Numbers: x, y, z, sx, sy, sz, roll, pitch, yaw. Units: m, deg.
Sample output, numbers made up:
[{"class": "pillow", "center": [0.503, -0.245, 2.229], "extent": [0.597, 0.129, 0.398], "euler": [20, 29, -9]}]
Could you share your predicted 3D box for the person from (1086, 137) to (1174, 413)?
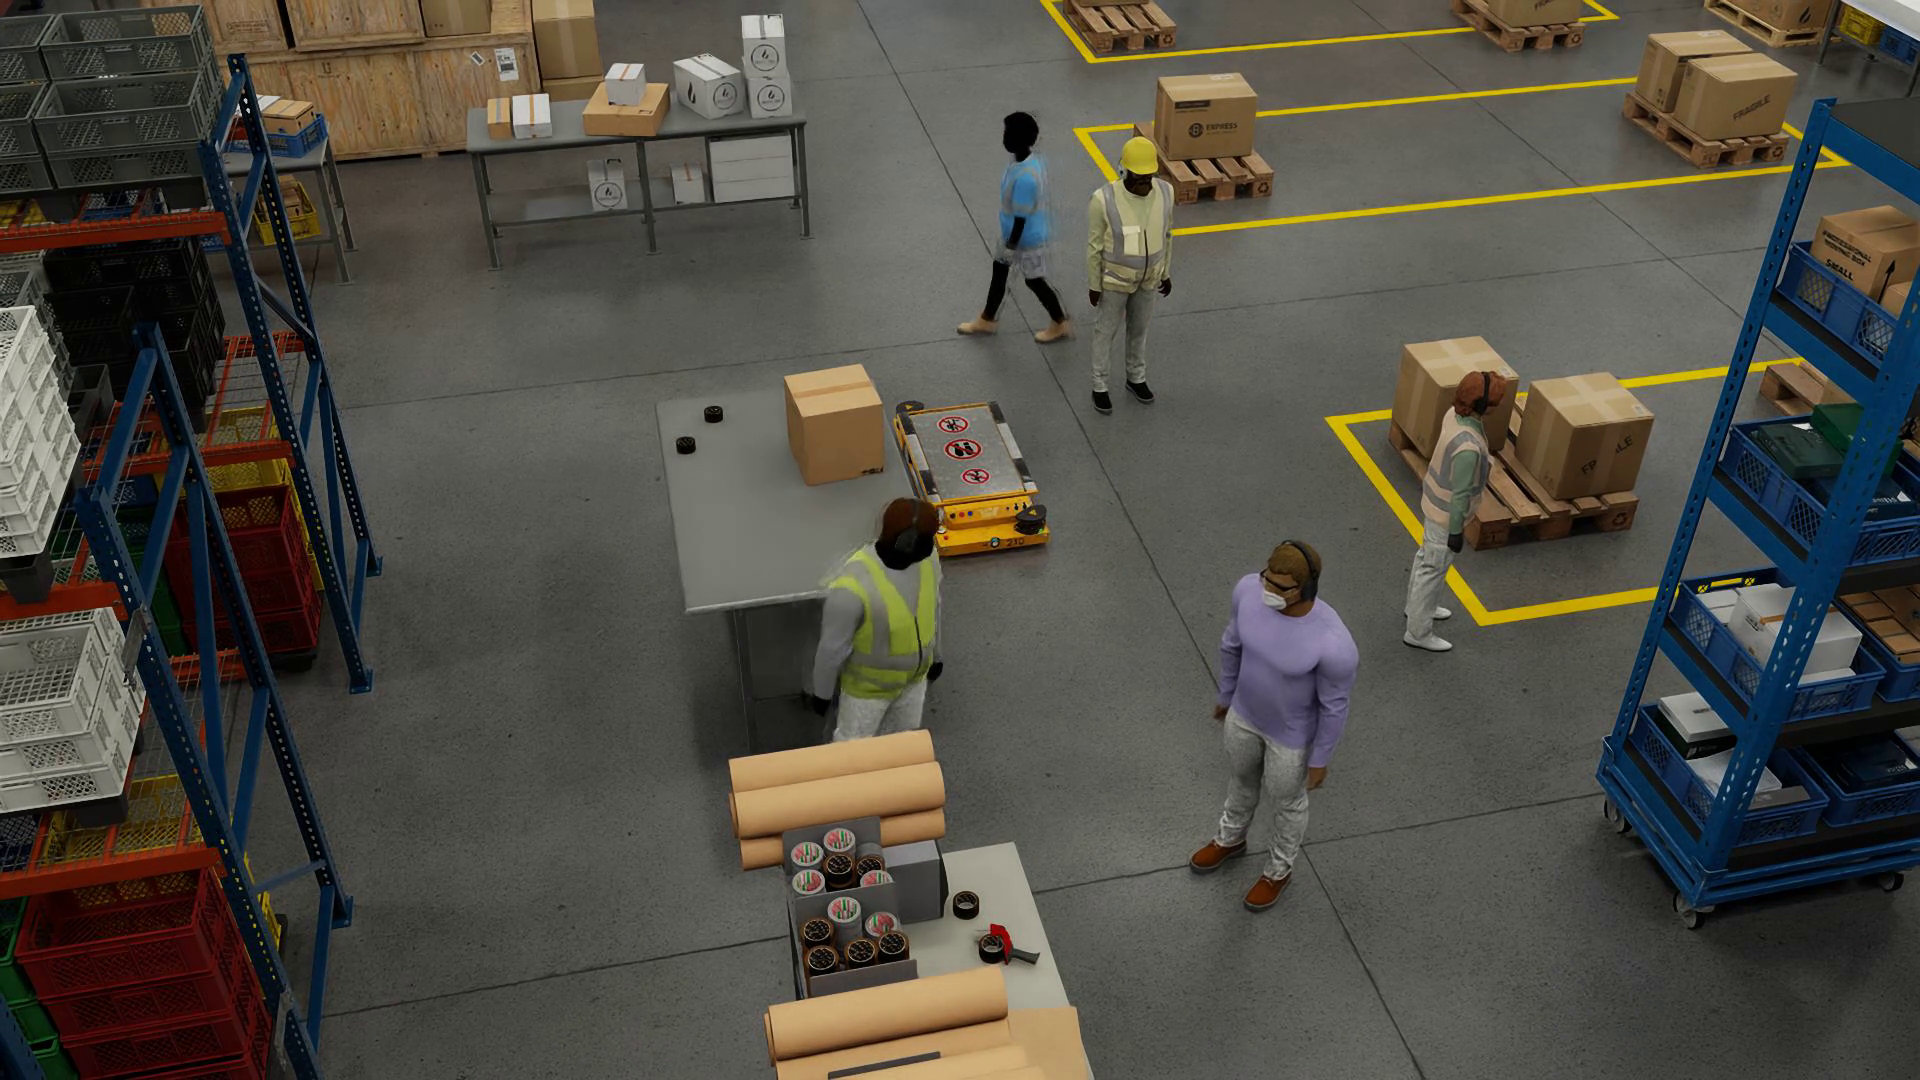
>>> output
[{"class": "person", "center": [1.076, -1.667, 10.471], "extent": [0.588, 1.834, 0.403], "euler": [-14, 39, -17]}]

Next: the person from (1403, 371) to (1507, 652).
[{"class": "person", "center": [2.534, -0.156, 8.609], "extent": [0.313, 1.634, 0.514], "euler": [6, 37, 8]}]

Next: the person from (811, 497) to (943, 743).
[{"class": "person", "center": [-0.373, 0.606, 7.446], "extent": [0.459, 1.803, 0.764], "euler": [31, 46, 35]}]

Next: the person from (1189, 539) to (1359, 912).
[{"class": "person", "center": [1.338, 0.785, 7.089], "extent": [0.379, 1.940, 0.629], "euler": [-26, 44, -31]}]

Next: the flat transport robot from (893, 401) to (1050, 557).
[{"class": "flat transport robot", "center": [0.046, -0.430, 10.108], "extent": [0.652, 0.197, 1.431], "euler": [-8, 37, -10]}]

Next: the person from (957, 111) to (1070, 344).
[{"class": "person", "center": [0.405, -2.073, 11.163], "extent": [0.786, 1.660, 0.538], "euler": [-3, 37, -4]}]
